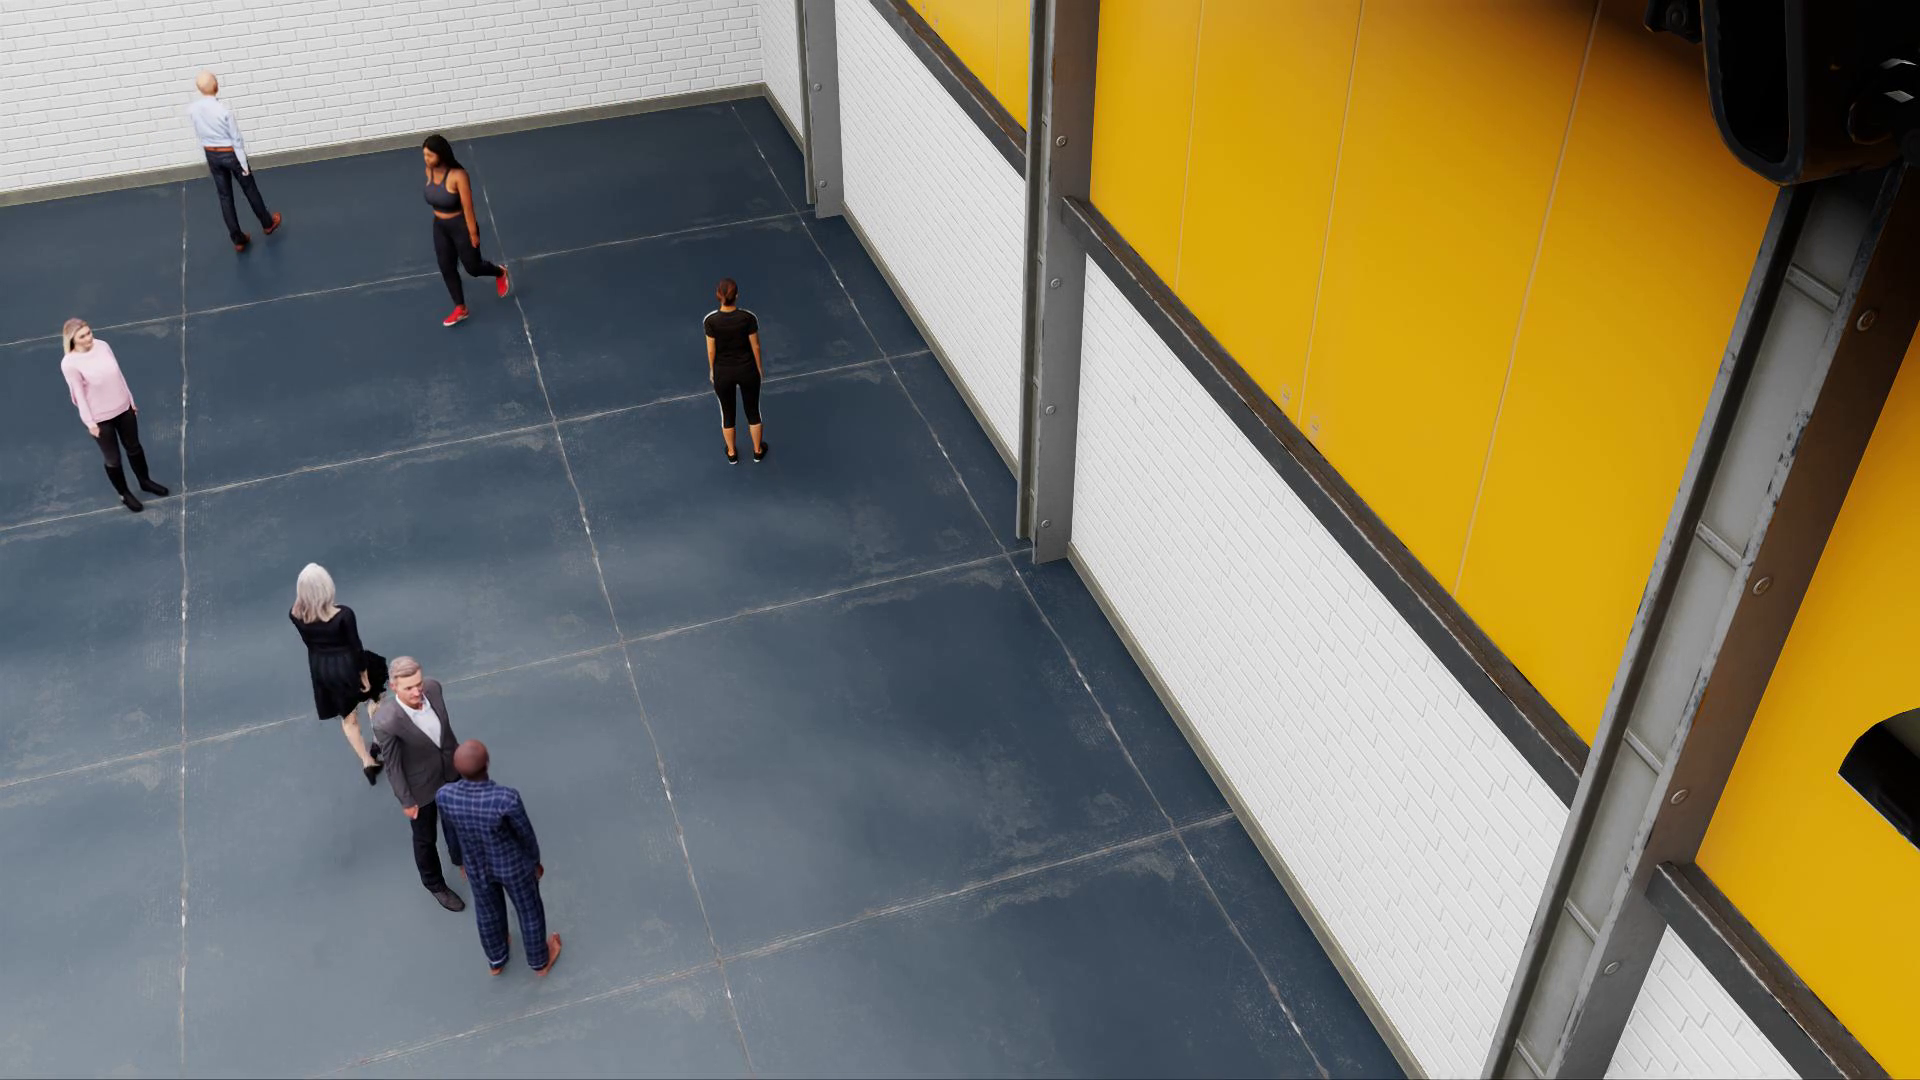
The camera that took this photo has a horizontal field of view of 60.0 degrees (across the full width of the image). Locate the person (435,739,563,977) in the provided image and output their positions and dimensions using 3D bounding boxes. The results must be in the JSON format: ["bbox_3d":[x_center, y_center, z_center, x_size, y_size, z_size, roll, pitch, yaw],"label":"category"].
[{"bbox_3d":[-2.597,1.800,9.332,0.744,1.817,0.746,3,39,4],"label":"person"}]

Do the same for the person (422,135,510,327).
[{"bbox_3d":[-4.545,-2.871,15.200,1.080,1.794,1.120,19,42,22],"label":"person"}]

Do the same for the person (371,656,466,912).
[{"bbox_3d":[-3.142,1.388,9.833,0.863,1.837,0.798,15,41,18],"label":"person"}]

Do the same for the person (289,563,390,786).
[{"bbox_3d":[-3.930,0.898,10.529,0.687,1.734,0.783,-2,39,-2],"label":"person"}]

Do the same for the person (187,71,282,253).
[{"bbox_3d":[-7.177,-3.670,16.210,0.852,1.782,1.010,2,39,3],"label":"person"}]

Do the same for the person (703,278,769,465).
[{"bbox_3d":[-1.811,-1.362,13.410,0.625,1.668,0.571,-4,39,-5],"label":"person"}]

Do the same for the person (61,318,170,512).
[{"bbox_3d":[-6.646,-1.002,12.946,0.742,1.686,0.686,17,42,21],"label":"person"}]
